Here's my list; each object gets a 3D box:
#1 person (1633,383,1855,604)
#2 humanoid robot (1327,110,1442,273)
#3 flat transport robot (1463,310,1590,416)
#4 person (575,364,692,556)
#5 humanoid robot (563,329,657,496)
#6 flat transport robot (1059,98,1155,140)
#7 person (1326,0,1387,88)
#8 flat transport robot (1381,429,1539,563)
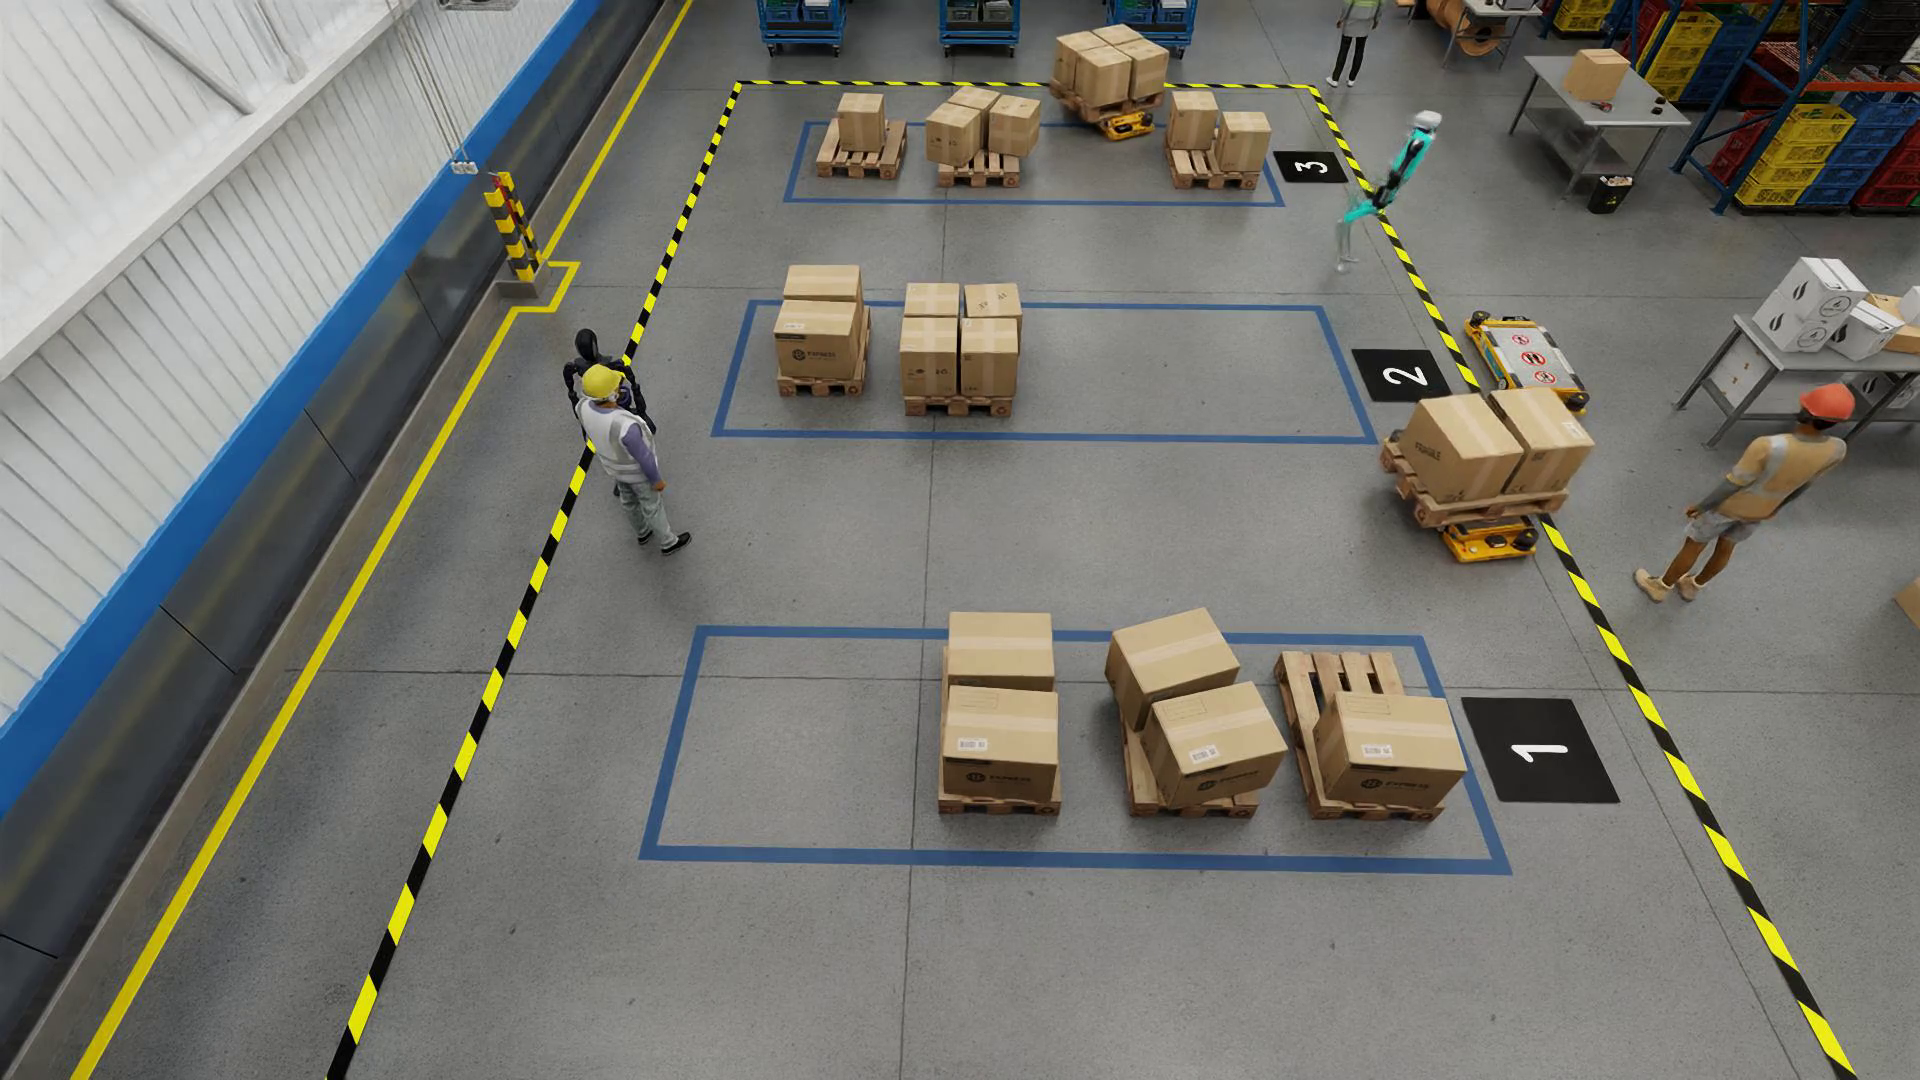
[{"bbox_3d":[5.631,-0.290,6.612,0.613,2.040,0.390,0,49,0],"label":"person"},{"bbox_3d":[4.412,-3.733,9.798,0.801,1.769,0.551,28,55,22],"label":"humanoid robot"},{"bbox_3d":[5.573,-1.757,9.054,0.659,0.231,1.431,1,49,1],"label":"flat transport robot"},{"bbox_3d":[-2.502,-0.587,7.004,0.592,1.837,0.404,25,54,20],"label":"person"},{"bbox_3d":[-2.819,-1.023,7.475,0.599,1.659,0.315,-6,49,-5],"label":"humanoid robot"},{"bbox_3d":[2.021,-5.992,12.702,0.652,0.197,1.431,-22,53,-18],"label":"flat transport robot"},{"bbox_3d":[5.601,-7.348,12.846,0.595,1.849,0.393,1,49,0],"label":"person"},{"bbox_3d":[4.285,-0.436,7.892,0.652,0.197,1.431,-7,50,-6],"label":"flat transport robot"}]
